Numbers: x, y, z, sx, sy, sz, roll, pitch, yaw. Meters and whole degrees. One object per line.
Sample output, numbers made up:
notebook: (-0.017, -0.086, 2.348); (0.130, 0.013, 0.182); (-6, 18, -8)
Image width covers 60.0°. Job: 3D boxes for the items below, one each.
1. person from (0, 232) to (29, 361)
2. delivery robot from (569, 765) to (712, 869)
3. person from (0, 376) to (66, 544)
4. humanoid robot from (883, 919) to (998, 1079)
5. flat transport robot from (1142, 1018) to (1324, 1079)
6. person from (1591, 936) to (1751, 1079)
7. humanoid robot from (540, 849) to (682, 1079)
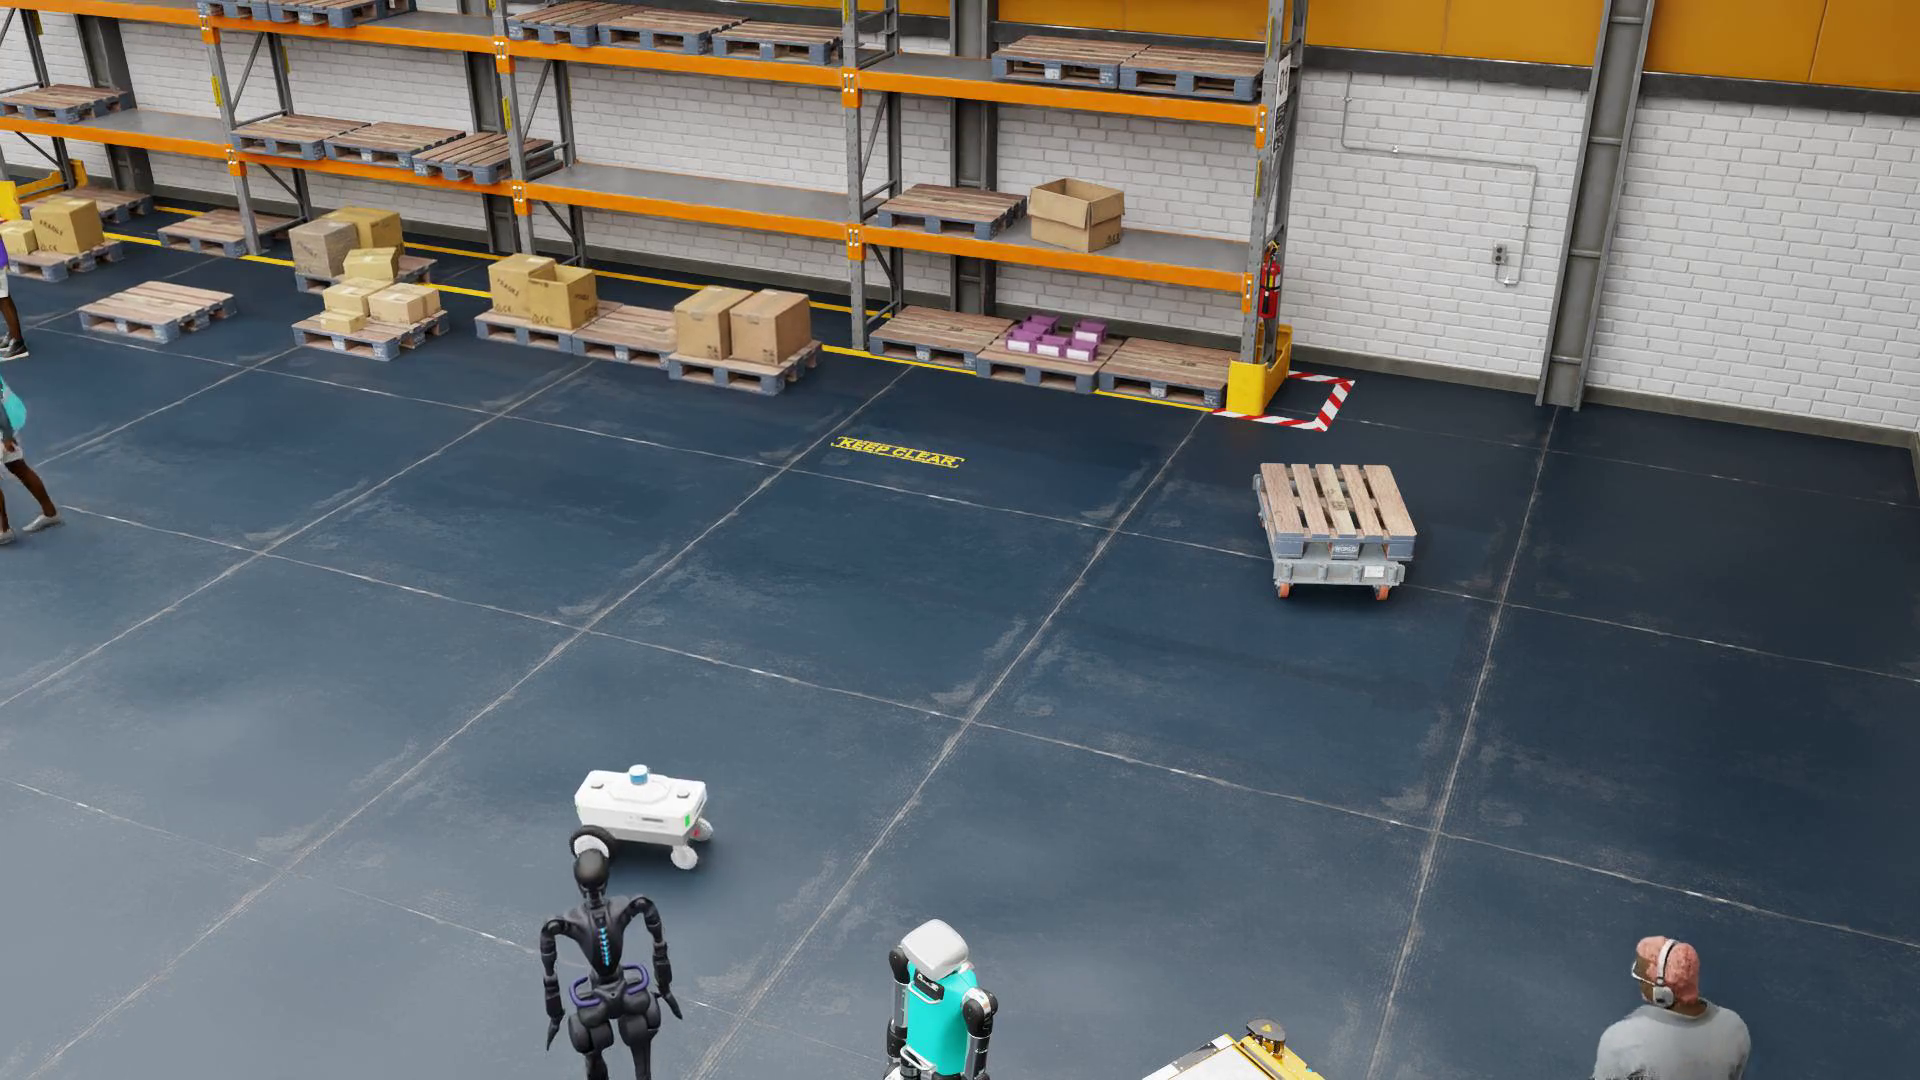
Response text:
person: (-9.598, -2.749, 16.414); (0.369, 1.965, 0.600); (-14, 30, -25)
delivery robot: (-1.837, 1.567, 9.578); (0.795, 0.592, 0.499); (5, 28, 9)
person: (-7.545, -0.887, 12.879); (0.789, 1.895, 0.580); (-14, 31, -26)
humanoid robot: (-0.242, 2.344, 6.640); (0.735, 1.677, 0.533); (-24, 36, -38)
flat transport robot: (1.102, 2.725, 7.647); (1.431, 0.231, 0.659); (-17, 32, -30)
person: (2.718, 2.334, 6.647); (0.744, 1.881, 0.601); (-5, 28, -9)
humanoid robot: (-1.554, 2.074, 7.429); (0.610, 1.622, 0.794); (-11, 29, -21)
